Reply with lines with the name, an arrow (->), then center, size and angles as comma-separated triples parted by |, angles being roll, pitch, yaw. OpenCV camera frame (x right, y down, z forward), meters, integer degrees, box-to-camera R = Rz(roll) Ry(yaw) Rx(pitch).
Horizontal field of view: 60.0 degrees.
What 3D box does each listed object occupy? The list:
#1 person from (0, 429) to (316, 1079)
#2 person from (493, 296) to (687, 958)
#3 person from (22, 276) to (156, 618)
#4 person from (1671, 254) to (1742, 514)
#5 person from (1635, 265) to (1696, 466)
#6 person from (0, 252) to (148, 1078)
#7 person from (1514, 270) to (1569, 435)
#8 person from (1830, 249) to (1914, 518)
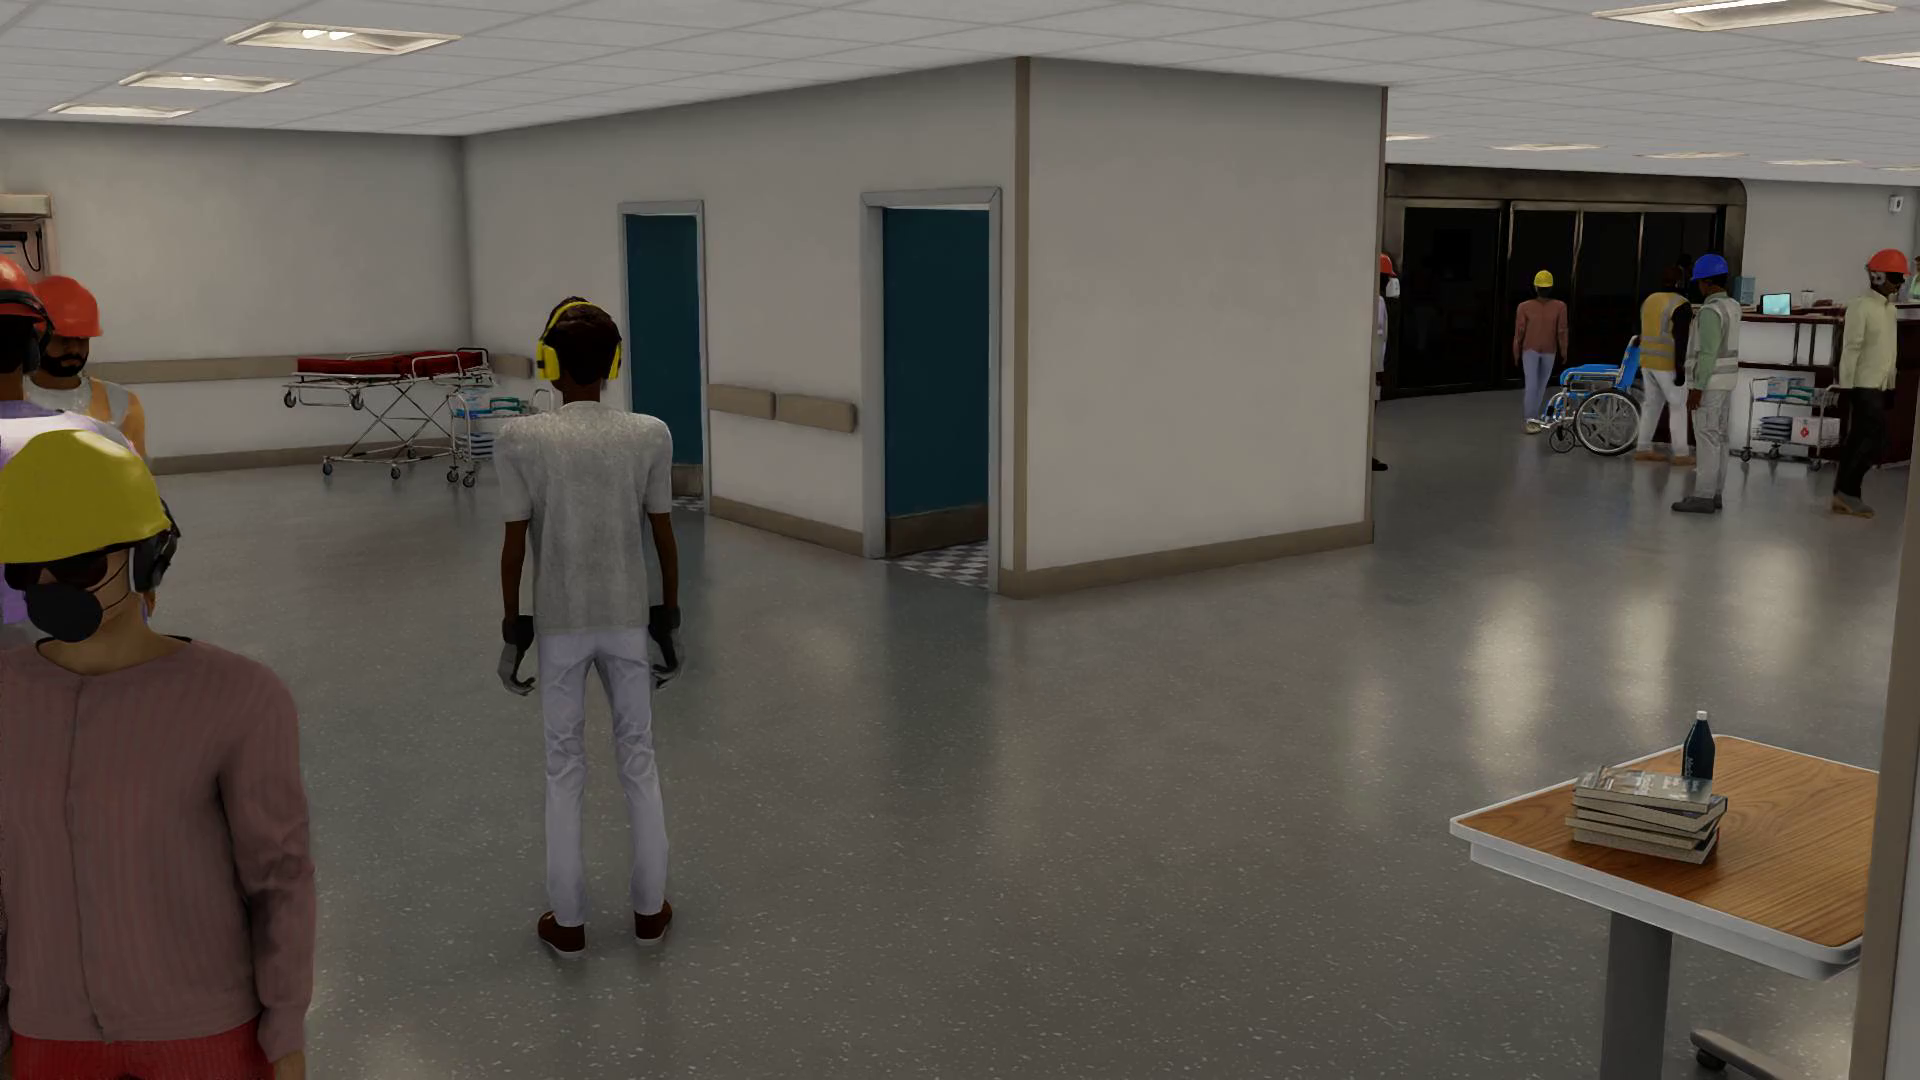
person -> -1.214, 0.714, 2.451 | 0.526, 1.768, 0.331 | 0, 10, -2
person -> -1.048, 0.253, 4.732 | 0.532, 1.876, 0.321 | -4, 11, -19
person -> -3.005, 0.079, 5.584 | 0.566, 1.918, 0.569 | -9, 13, -41
person -> 5.633, -1.169, 12.515 | 0.401, 1.939, 0.602 | 8, 13, 39
person -> 6.486, -1.597, 15.239 | 0.471, 1.825, 0.632 | -3, 10, -15
person -> -1.965, 0.405, 3.453 | 0.403, 2.030, 0.617 | 4, 11, 20
person -> 6.172, -1.973, 17.614 | 0.526, 1.733, 0.781 | 0, 10, 1
person -> 6.694, -1.135, 12.212 | 0.639, 1.975, 0.509 | -8, 13, -39
